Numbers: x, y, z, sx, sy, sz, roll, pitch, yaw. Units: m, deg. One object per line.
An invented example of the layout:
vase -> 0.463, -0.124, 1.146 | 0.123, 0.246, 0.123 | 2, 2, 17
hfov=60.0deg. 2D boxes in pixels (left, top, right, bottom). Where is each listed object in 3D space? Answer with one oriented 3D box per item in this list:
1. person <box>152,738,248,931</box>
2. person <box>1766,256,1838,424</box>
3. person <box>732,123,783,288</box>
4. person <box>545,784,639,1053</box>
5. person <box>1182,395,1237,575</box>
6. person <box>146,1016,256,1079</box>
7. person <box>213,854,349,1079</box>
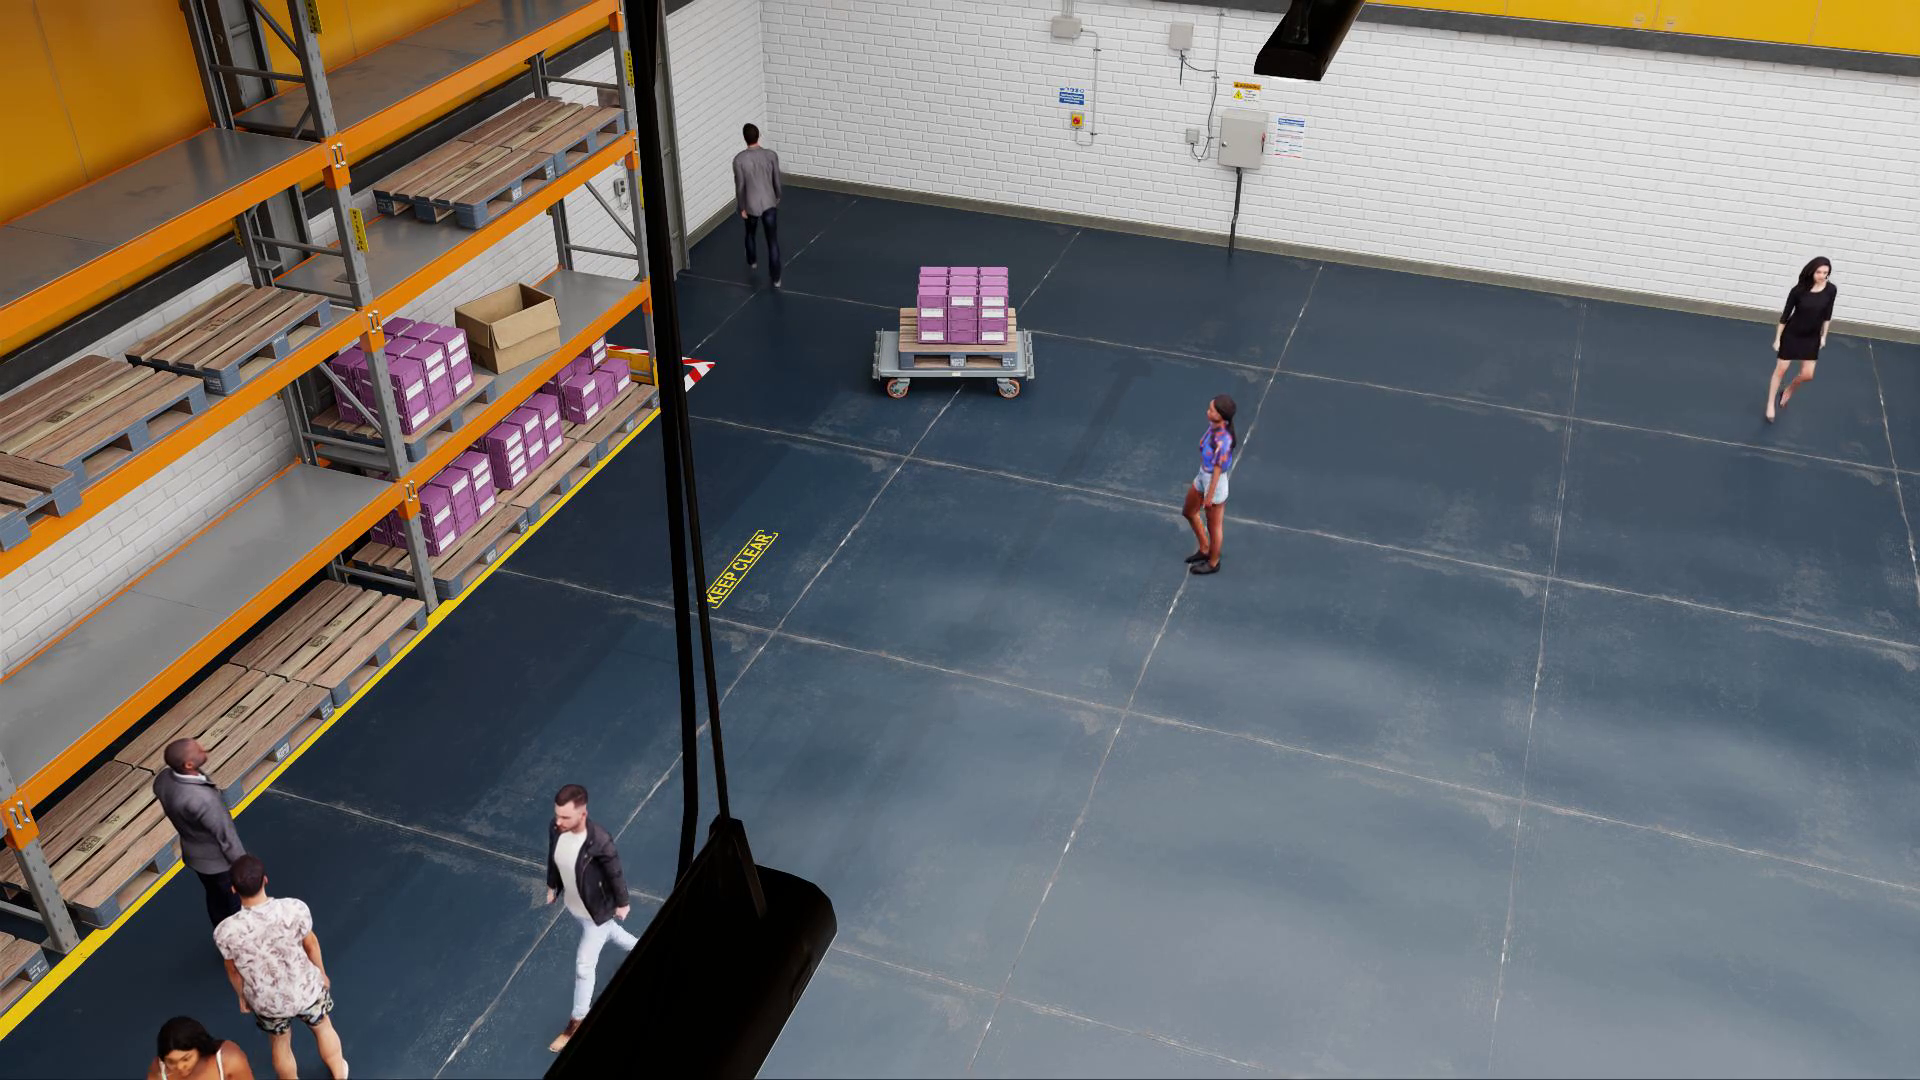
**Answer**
person -> -4.621, 1.955, 10.280 | 0.781, 1.818, 0.704 | 22, 40, 30
person -> 8.168, -1.978, 16.221 | 0.705, 1.791, 0.719 | 5, 34, 8
person -> -2.238, -3.754, 18.862 | 1.128, 1.825, 1.317 | -7, 34, -11
person -> -2.170, 2.137, 10.025 | 0.885, 1.798, 1.194 | 22, 39, 29
person -> 2.208, -0.453, 13.979 | 0.750, 1.735, 0.638 | -3, 34, -4
person -> -3.882, 3.028, 8.723 | 1.029, 1.754, 1.263 | -6, 34, -8
person -> -3.836, 2.516, 9.441 | 0.735, 1.812, 0.782 | -13, 36, -18
